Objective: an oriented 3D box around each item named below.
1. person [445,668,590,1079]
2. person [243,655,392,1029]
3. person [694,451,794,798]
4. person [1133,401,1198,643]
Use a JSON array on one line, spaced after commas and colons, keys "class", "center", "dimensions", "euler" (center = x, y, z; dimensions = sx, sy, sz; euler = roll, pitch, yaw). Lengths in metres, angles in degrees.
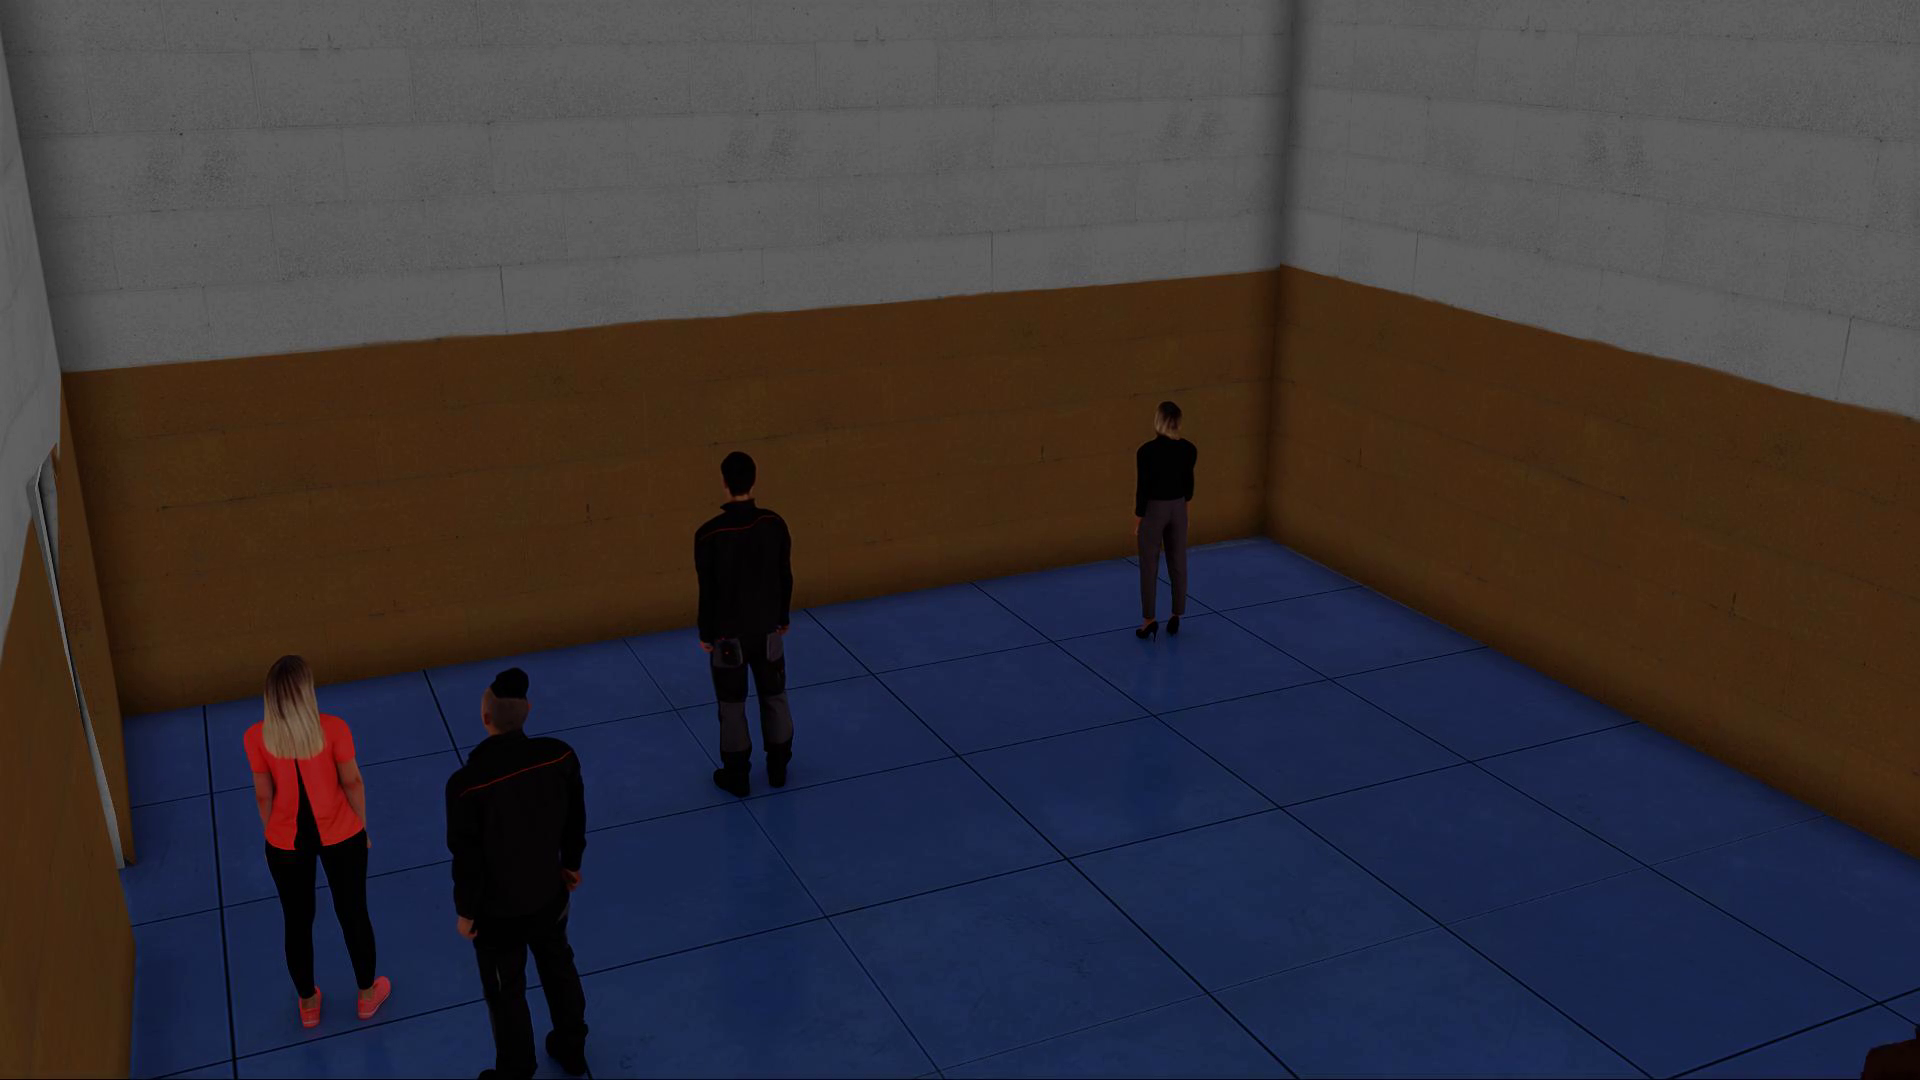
[{"class": "person", "center": [-1.741, 1.351, 6.565], "dimensions": [0.914, 1.862, 0.733], "euler": [16, 24, 39]}, {"class": "person", "center": [-2.747, 1.278, 7.079], "dimensions": [0.542, 1.694, 0.698], "euler": [-4, 19, -11]}, {"class": "person", "center": [-1.178, 0.455, 9.128], "dimensions": [0.531, 1.945, 0.769], "euler": [-10, 21, -27]}, {"class": "person", "center": [1.382, -0.125, 11.276], "dimensions": [0.466, 1.672, 0.659], "euler": [-7, 20, -20]}]
